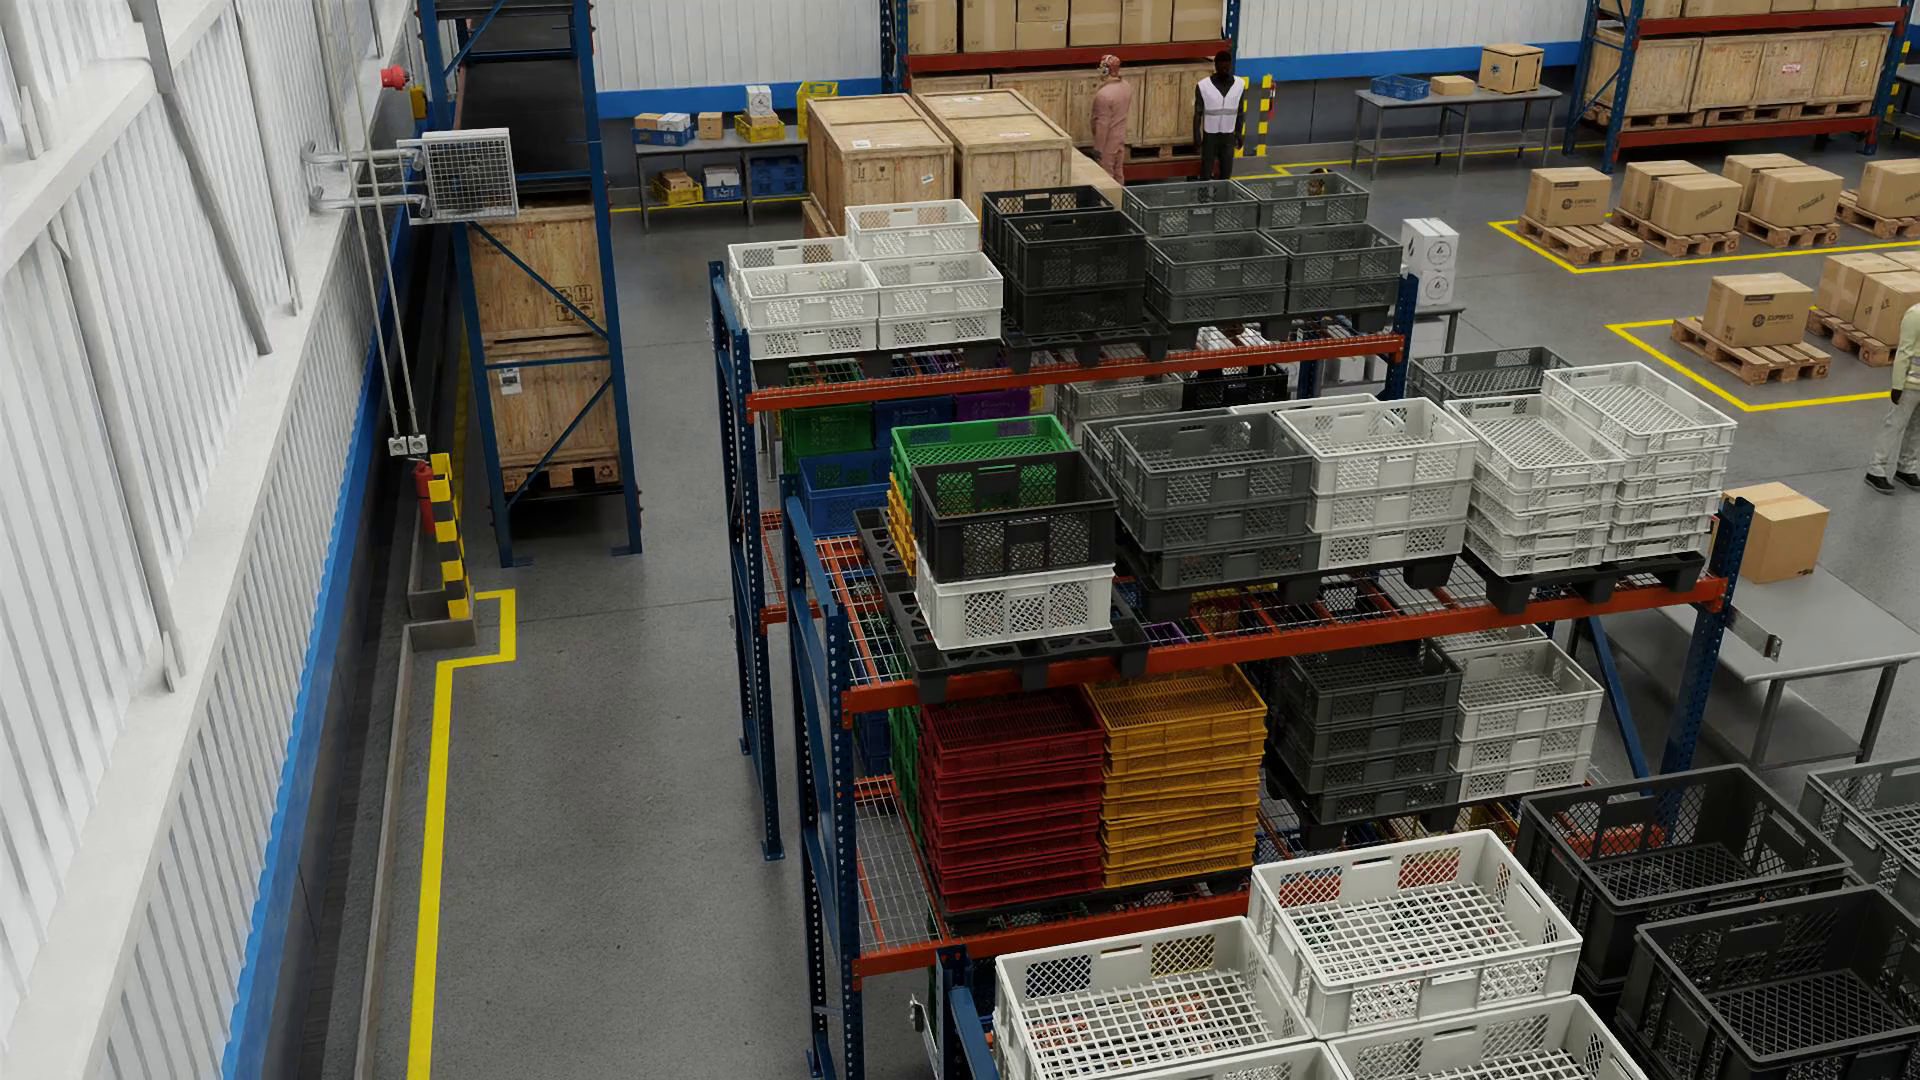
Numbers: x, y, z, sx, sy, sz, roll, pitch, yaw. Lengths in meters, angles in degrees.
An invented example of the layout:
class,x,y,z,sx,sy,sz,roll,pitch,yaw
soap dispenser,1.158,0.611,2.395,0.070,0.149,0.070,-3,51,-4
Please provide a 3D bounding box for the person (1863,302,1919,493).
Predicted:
class,x,y,z,sx,sy,sz,roll,pitch,yaw
person,7.378,-1.232,12.705,0.594,1.827,0.403,-7,29,-12

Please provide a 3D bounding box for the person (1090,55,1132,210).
class,x,y,z,sx,sy,sz,roll,pitch,yaw
person,1.668,-4.526,18.862,0.401,1.907,0.648,16,32,28

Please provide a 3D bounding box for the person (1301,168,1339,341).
class,x,y,z,sx,sy,sz,roll,pitch,yaw
person,3.172,-2.395,14.869,0.335,1.862,0.521,-5,28,-10

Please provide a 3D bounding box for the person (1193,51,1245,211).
class,x,y,z,sx,sy,sz,roll,pitch,yaw
person,2.964,-4.669,19.137,0.596,1.908,0.407,-5,28,-10

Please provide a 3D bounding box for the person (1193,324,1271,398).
class,x,y,z,sx,sy,sz,roll,pitch,yaw
person,1.941,-0.925,12.056,0.574,1.881,0.357,17,32,29
